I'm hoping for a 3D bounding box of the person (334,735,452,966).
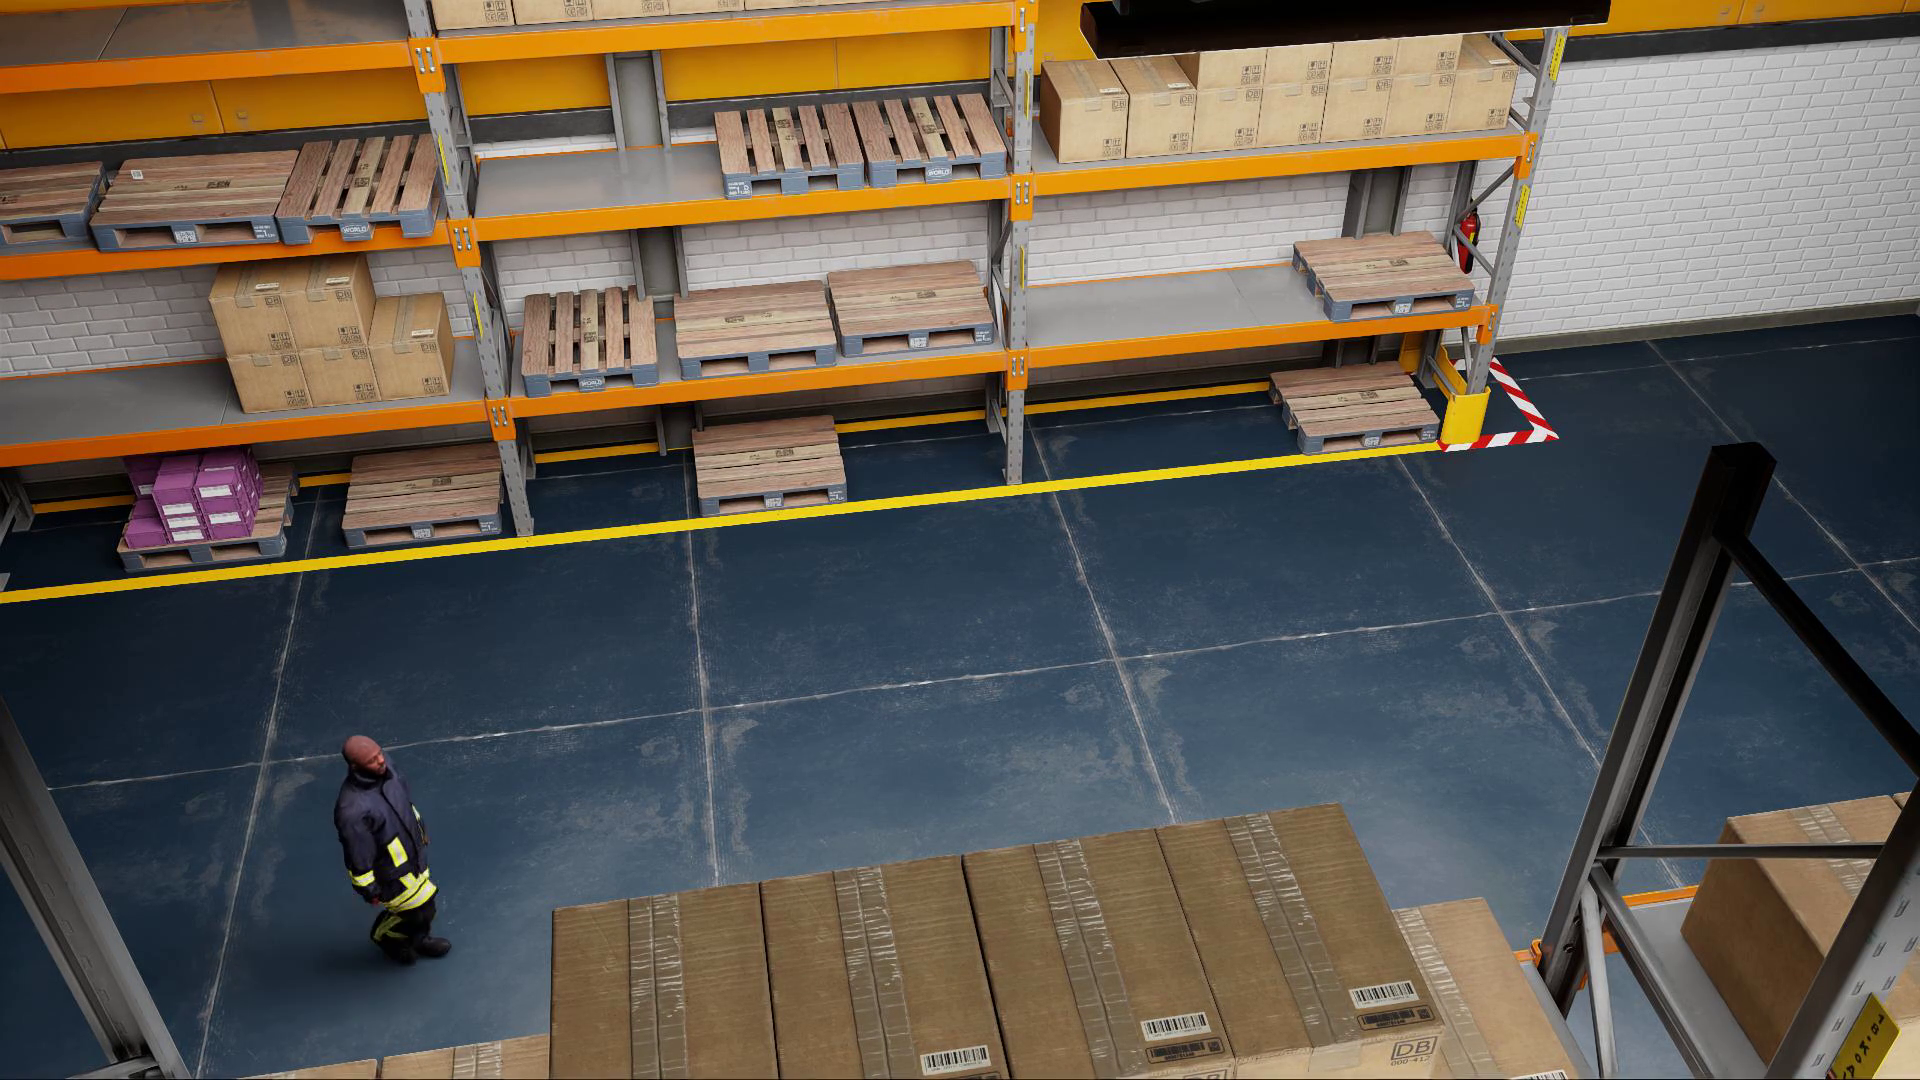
[{"bbox_3d":[-3.370,1.792,9.582,0.894,1.816,0.860,5,39,6],"label":"person"}]
